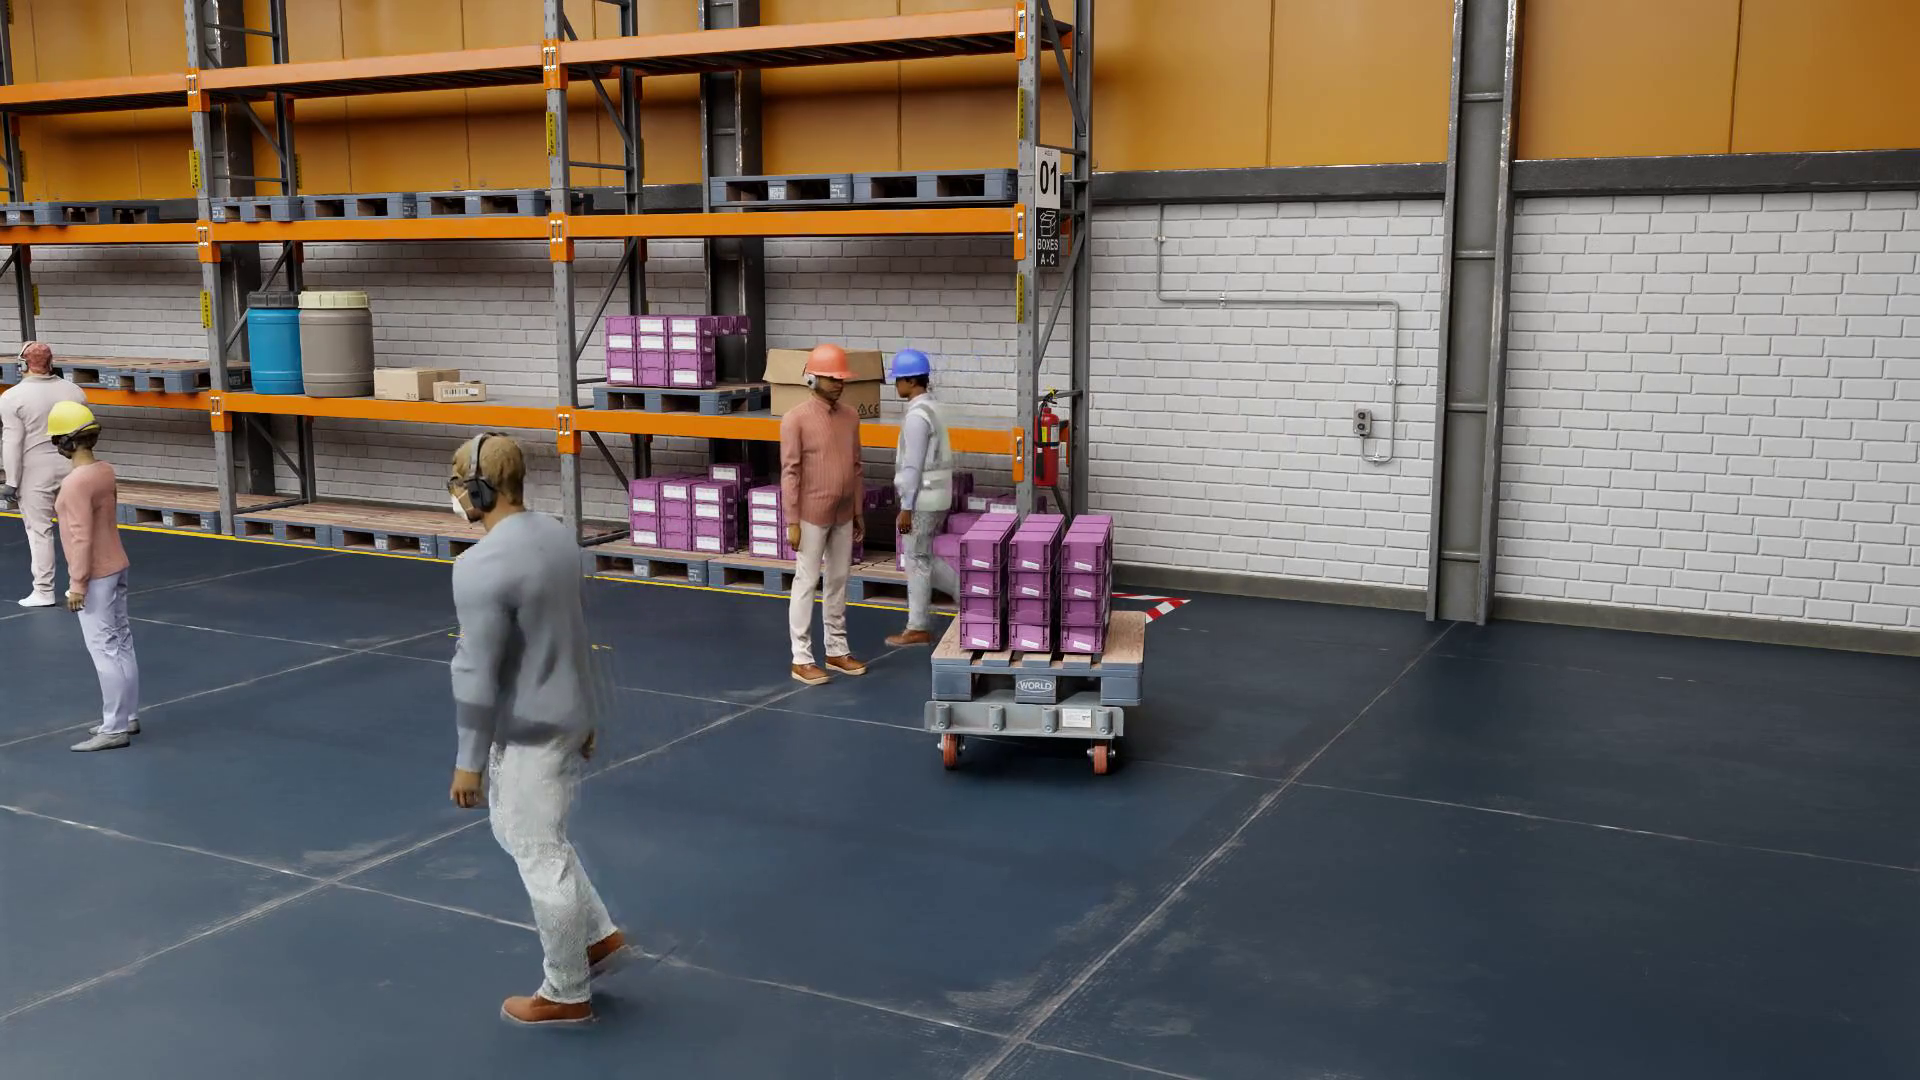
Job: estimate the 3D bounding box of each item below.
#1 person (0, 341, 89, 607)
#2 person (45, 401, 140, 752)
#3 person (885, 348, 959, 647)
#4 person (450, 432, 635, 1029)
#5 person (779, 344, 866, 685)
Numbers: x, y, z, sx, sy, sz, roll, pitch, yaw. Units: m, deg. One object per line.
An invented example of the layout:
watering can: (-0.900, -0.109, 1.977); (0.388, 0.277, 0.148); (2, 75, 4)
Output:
person: (-6.587, -0.472, 11.971); (0.409, 1.909, 0.640); (5, 10, 27)
person: (-4.379, 0.183, 8.380); (0.329, 1.764, 0.524); (-2, 9, -9)
person: (-0.185, -0.258, 10.619); (0.589, 1.926, 0.609); (1, 9, 6)
person: (-1.364, 0.615, 5.264); (0.455, 1.916, 0.637); (1, 9, 7)
person: (-0.785, -0.152, 9.757); (0.400, 1.986, 0.614); (8, 12, 39)
